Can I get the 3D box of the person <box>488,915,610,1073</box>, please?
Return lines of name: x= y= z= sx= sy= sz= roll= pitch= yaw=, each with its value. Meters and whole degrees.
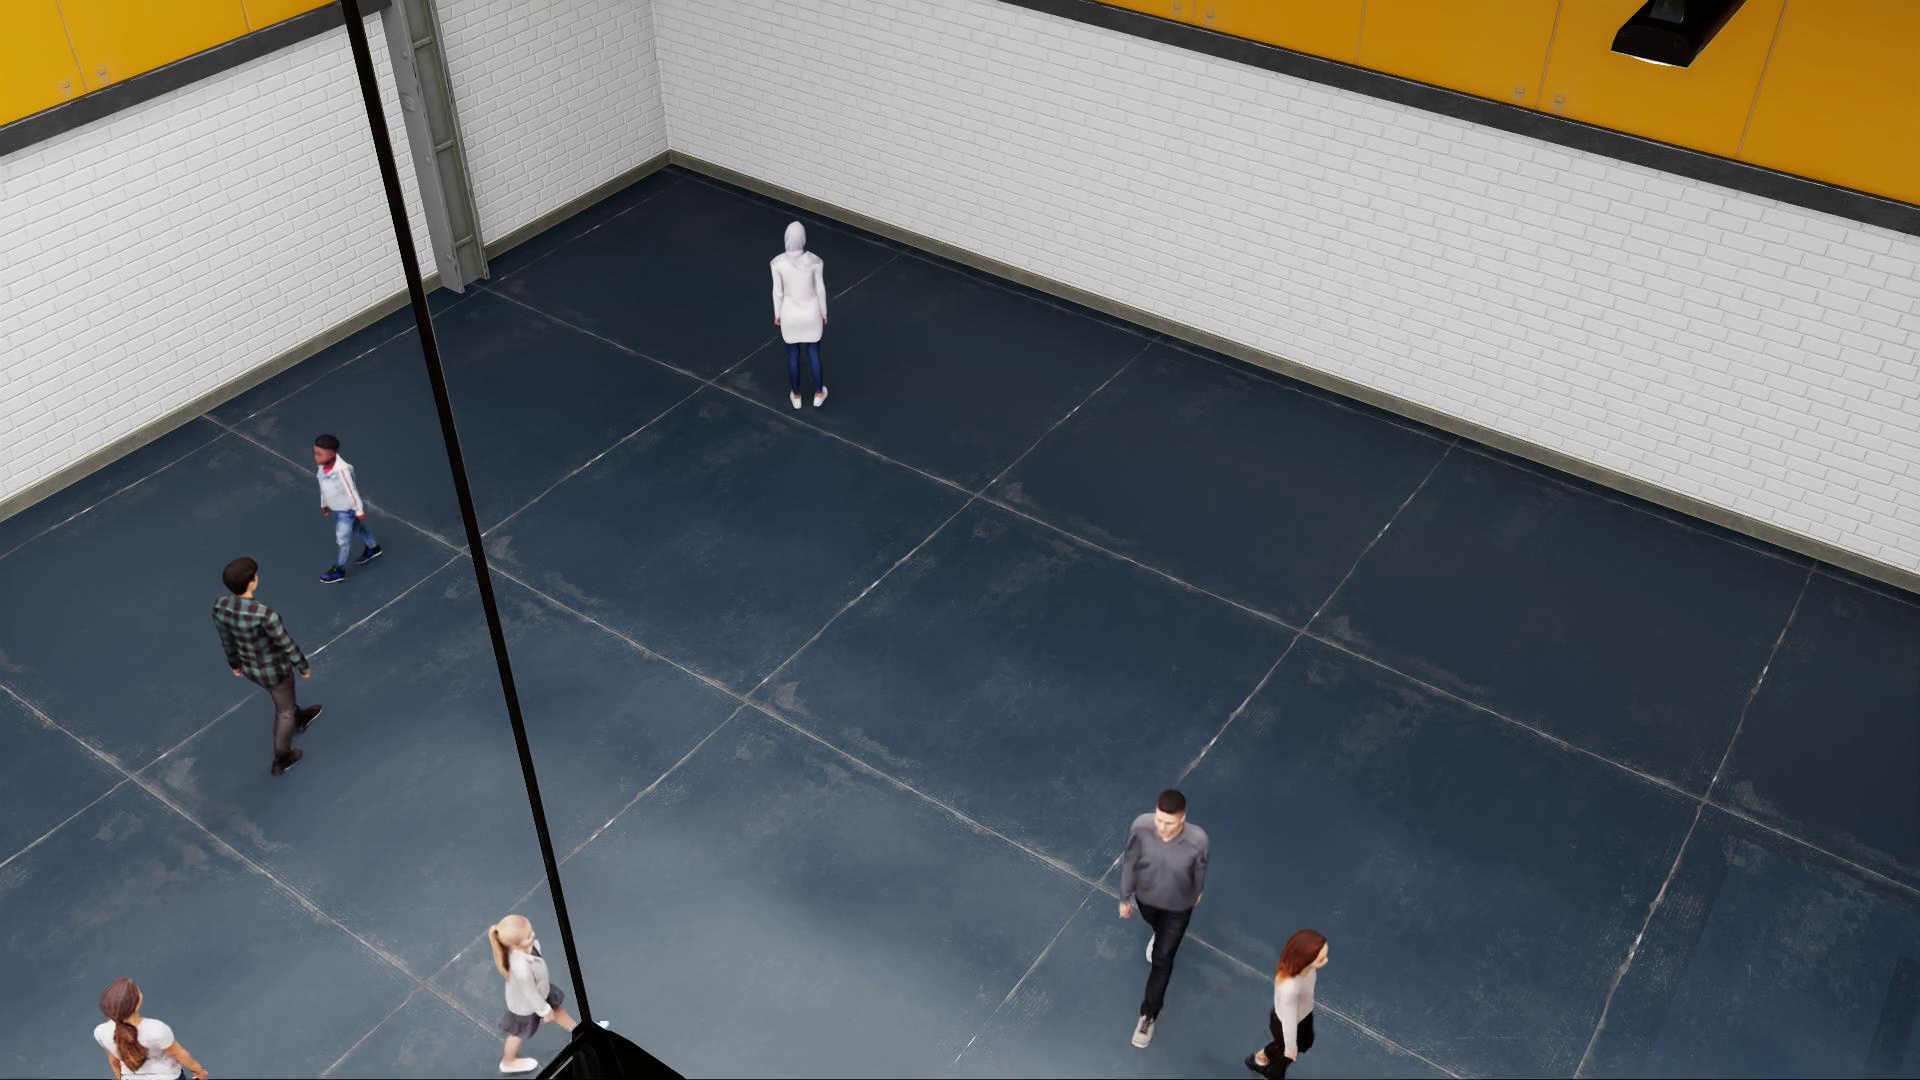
person: x=-2.483 y=2.560 z=9.310 sx=0.914 sy=1.242 sz=0.840 roll=-8 pitch=39 yaw=-10

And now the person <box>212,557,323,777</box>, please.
person: x=-4.673 y=0.858 z=11.117 sx=0.865 sy=1.691 sz=1.016 roll=11 pitch=40 yaw=14

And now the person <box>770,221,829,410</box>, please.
person: x=-1.394 y=-1.956 z=14.537 sx=0.701 sy=1.775 sz=0.737 roll=-2 pitch=39 yaw=-3

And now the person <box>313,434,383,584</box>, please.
person: x=-4.729 y=-0.312 z=12.910 sx=0.568 sy=1.237 sz=0.821 roll=29 pitch=47 yaw=32

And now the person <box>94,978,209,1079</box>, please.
person: x=-4.208 y=2.882 z=8.663 sx=0.676 sy=1.545 sz=0.734 roll=2 pitch=39 yaw=2

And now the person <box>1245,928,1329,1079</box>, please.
person: x=1.751 y=2.582 z=9.094 sx=0.689 sy=1.477 sz=0.608 roll=15 pitch=41 yaw=18

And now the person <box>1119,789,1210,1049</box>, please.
person: x=1.196 y=2.000 z=9.636 sx=0.794 sy=1.710 sz=1.214 roll=15 pitch=41 yaw=18
